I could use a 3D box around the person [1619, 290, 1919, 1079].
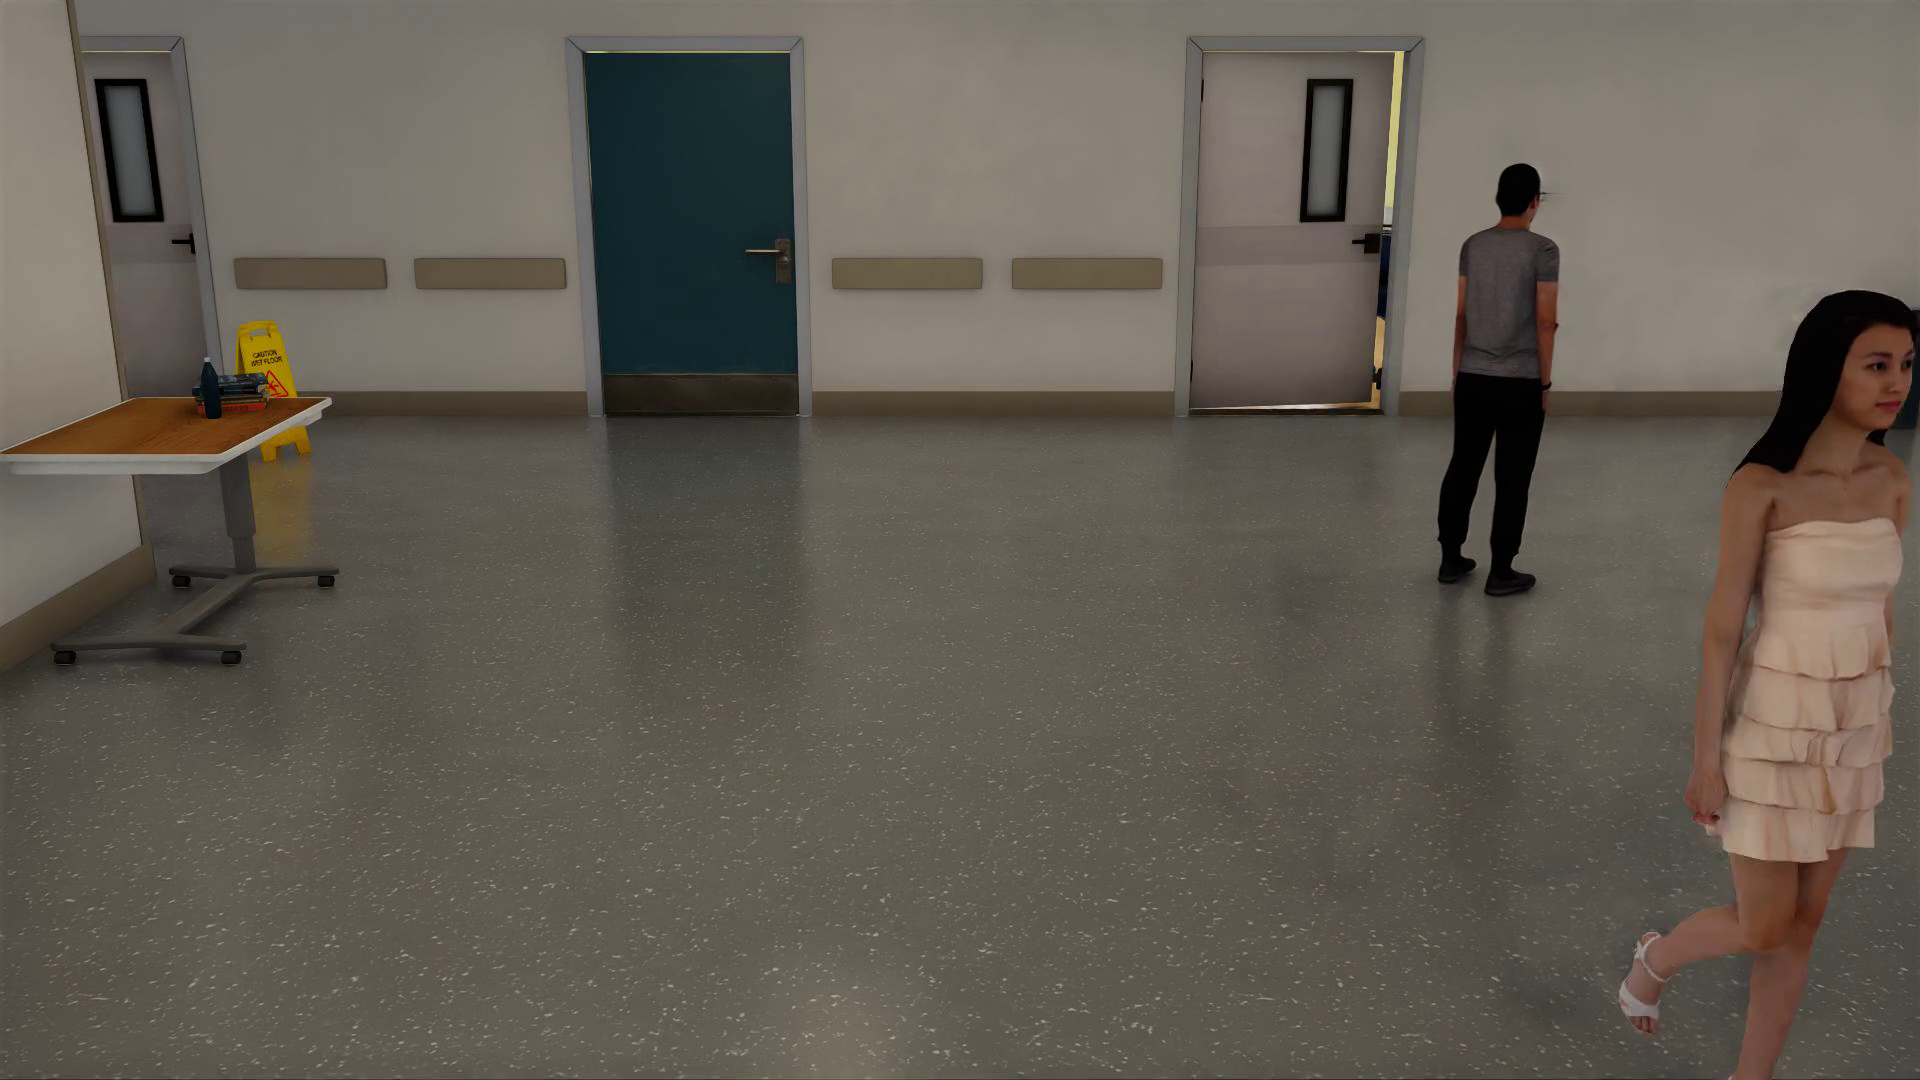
[{"bbox_3d":[1.543,0.379,3.223,0.763,1.728,0.762,-5,16,-16],"label":"person"}]

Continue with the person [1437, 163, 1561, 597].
[{"bbox_3d":[2.232,-0.663,6.879,0.736,1.748,0.690,-13,20,-39],"label":"person"}]
